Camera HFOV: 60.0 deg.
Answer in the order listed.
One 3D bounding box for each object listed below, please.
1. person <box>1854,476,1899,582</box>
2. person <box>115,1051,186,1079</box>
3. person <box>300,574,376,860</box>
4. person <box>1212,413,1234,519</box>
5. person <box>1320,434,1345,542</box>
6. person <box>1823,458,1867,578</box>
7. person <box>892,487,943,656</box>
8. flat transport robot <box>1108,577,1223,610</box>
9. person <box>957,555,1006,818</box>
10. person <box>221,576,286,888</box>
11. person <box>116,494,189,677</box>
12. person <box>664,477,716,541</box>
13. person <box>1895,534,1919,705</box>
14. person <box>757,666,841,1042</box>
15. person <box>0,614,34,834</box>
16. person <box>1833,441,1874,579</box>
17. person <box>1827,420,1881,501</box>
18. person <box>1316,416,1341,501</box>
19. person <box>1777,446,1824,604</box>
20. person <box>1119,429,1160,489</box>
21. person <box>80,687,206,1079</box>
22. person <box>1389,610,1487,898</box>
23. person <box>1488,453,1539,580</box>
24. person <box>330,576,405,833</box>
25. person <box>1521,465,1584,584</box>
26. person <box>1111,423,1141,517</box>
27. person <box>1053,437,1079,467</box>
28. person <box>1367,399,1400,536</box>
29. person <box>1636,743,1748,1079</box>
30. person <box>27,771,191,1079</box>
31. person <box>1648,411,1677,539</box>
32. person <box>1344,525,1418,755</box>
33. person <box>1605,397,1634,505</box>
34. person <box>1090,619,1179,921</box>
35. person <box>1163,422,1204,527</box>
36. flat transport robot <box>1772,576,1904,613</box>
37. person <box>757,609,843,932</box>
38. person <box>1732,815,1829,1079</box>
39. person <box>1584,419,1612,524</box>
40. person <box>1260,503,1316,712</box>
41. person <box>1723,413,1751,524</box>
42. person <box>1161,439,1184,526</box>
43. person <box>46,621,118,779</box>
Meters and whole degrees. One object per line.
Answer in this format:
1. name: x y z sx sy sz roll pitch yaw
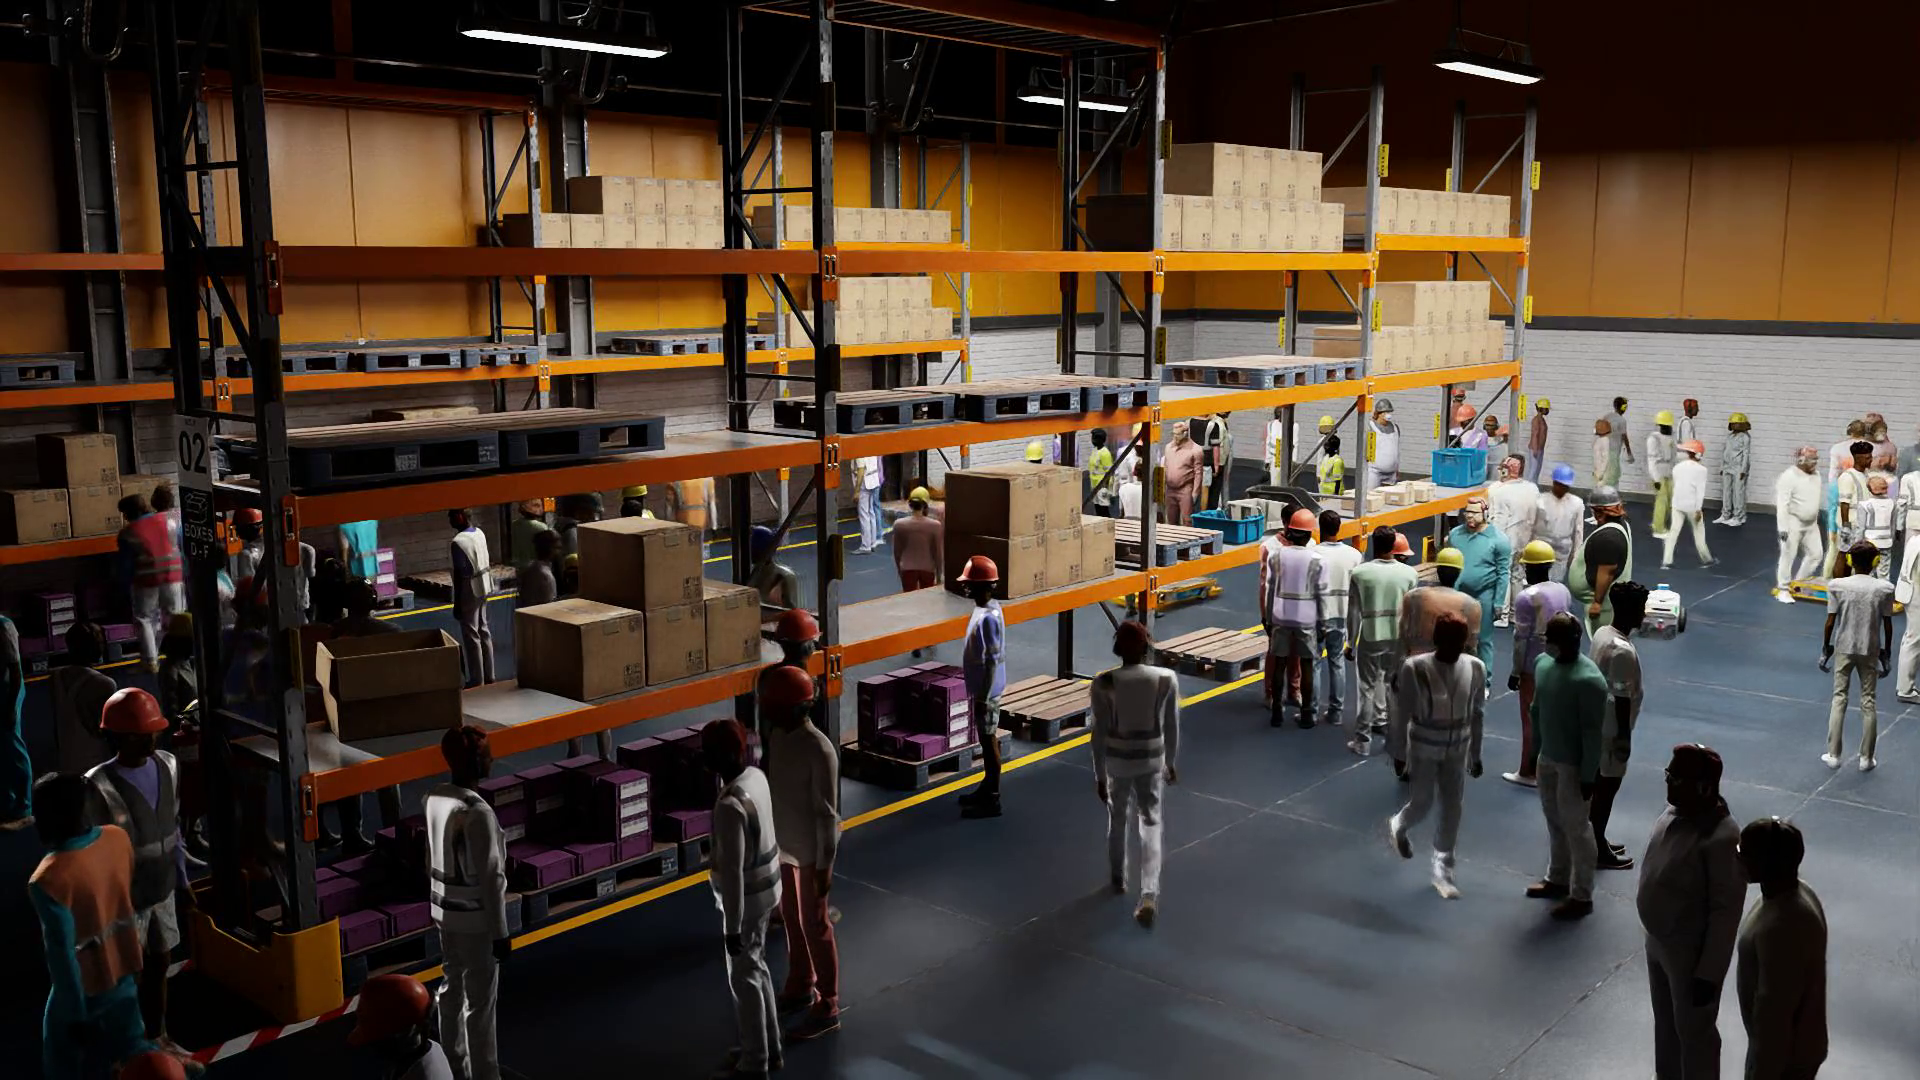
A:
1. person: 10.440 0.082 18.996 0.515 1.639 0.314 -2 10 -9
2. person: -2.532 2.381 5.105 0.623 1.687 0.826 -1 10 -8
3. person: -4.282 1.198 11.350 0.617 1.964 0.361 4 10 24
4. person: 4.006 -1.120 25.866 0.492 1.741 0.322 8 12 39
5. person: 5.165 -0.633 23.113 0.320 1.694 0.534 -2 10 -9
6. person: 10.764 -0.136 20.055 0.581 1.715 0.786 -2 10 -11
7. person: -0.446 0.306 17.379 0.516 1.722 0.828 -1 10 -4
8. flat transport robot: 2.484 0.602 19.961 0.652 0.197 1.431 9 13 43
9. person: 0.156 1.071 12.195 0.360 1.939 0.543 0 10 -2
10. person: -4.626 1.240 10.984 0.620 2.006 0.782 4 10 21
11. person: -7.954 0.430 16.466 0.698 1.807 0.432 -9 13 -43
12. person: -3.263 -0.209 20.019 0.613 1.900 0.805 -5 11 -26
13. person: 8.842 0.596 15.347 0.394 1.836 0.561 4 10 23
14. person: -0.859 1.626 8.755 0.409 1.986 0.621 -6 11 -32
15. person: -6.880 1.172 11.888 0.507 1.840 0.344 7 12 37
16. person: 10.584 -0.200 19.698 0.602 1.967 0.366 -9 13 -42
17. person: 12.100 -0.664 22.552 0.627 1.941 0.370 3 10 15
18. person: 5.582 -1.026 25.332 0.483 1.737 0.319 -8 12 -39
19. person: 10.014 -0.173 19.769 0.680 1.891 0.495 -4 10 -22
20. person: 2.321 -0.474 21.437 0.545 1.933 0.376 -2 10 -10
21. person: -3.960 1.708 8.081 0.396 2.044 0.609 3 10 17
22. person: 3.072 1.340 10.797 0.600 1.870 0.631 -1 10 -8
23. person: 6.263 -0.039 18.922 0.621 1.902 0.615 -9 13 -42
24. person: -4.066 1.205 11.393 0.636 1.939 0.364 -2 10 -9
25. person: 6.445 0.090 18.163 0.635 1.911 0.819 0 10 2
26. person: 2.361 -0.638 22.471 0.642 1.910 0.551 4 10 21
27. person: 1.625 -1.014 25.523 0.514 1.645 0.307 -8 12 -39
28. person: 6.297 -1.086 24.769 0.682 2.000 0.537 -4 10 -23
29. person: 3.295 1.856 7.604 0.408 1.909 0.638 0 10 -1
30. person: -3.724 1.920 7.285 0.853 1.892 0.591 2 10 11
31. person: 10.322 -0.954 24.385 0.609 1.902 0.415 -6 11 -32
32. person: 3.480 0.832 13.734 0.595 1.907 0.396 -1 10 -9
33. person: 10.932 -1.447 27.503 0.624 1.848 0.575 -1 10 -7
34. person: 1.098 1.420 10.418 0.574 1.848 0.941 0 10 1
35. person: 2.992 -0.661 22.657 0.639 1.902 0.406 9 13 42
36. flat transport robot: 10.548 0.628 19.806 0.652 0.197 1.431 -8 12 -39
37. person: -0.972 1.396 10.120 0.623 1.976 0.642 -9 13 -43
38. person: 3.207 2.024 6.570 0.392 1.927 0.646 5 11 28
39. person: 9.924 -1.058 25.815 0.280 1.633 0.500 1 10 6
40. person: 2.966 0.603 15.092 0.599 1.909 0.400 -5 11 -26
41. person: 12.084 -1.109 25.825 0.325 1.737 0.486 7 12 38
42. person: 3.063 -0.653 23.395 0.505 1.632 0.265 2 10 11
43. person: -5.443 1.419 10.417 0.503 1.839 0.342 3 10 18
